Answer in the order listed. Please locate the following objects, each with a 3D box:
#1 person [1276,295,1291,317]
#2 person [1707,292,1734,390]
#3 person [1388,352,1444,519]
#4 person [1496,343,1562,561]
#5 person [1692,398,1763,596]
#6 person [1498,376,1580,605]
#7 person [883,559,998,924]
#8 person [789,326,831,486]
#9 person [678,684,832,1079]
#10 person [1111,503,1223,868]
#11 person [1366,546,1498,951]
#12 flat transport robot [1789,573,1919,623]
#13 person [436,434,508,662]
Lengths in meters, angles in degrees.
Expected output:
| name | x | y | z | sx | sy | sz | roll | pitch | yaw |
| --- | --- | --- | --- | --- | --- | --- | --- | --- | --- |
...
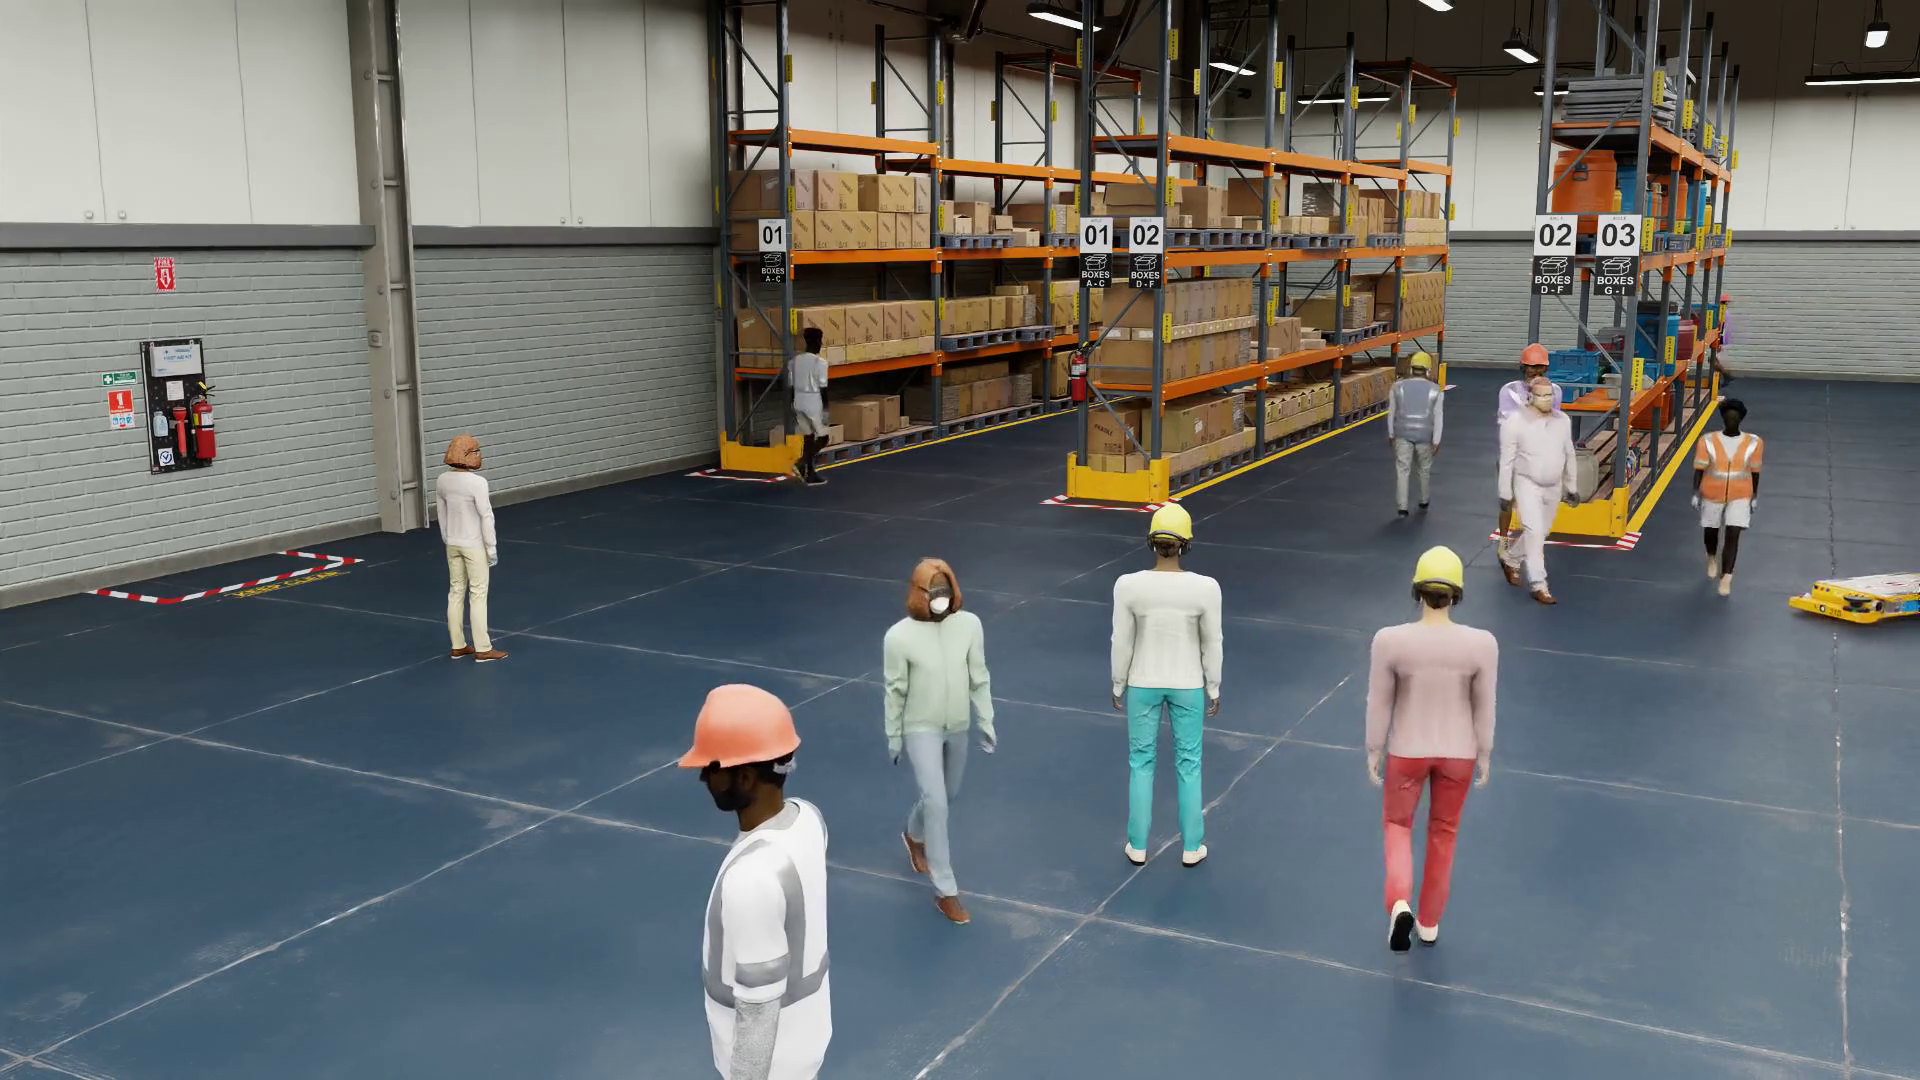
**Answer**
| name | x | y | z | sx | sy | sz | roll | pitch | yaw |
| --- | --- | --- | --- | --- | --- | --- | --- | --- | --- |
| person | 7.670 | -4.981 | 39.360 | 0.500 | 1.633 | 0.280 | -5 | 12 | -25 |
| person | 14.938 | -3.901 | 32.688 | 0.465 | 1.918 | 0.561 | 4 | 11 | 23 |
| person | 4.935 | -1.146 | 18.043 | 0.588 | 1.783 | 0.934 | 4 | 11 | 19 |
| person | 5.298 | -0.805 | 15.474 | 0.615 | 2.040 | 0.391 | -1 | 10 | -7 |
| person | 6.568 | -0.397 | 14.272 | 0.538 | 1.672 | 0.741 | 5 | 11 | 24 |
| person | 4.843 | -0.455 | 14.042 | 0.645 | 1.874 | 0.912 | -3 | 11 | -18 |
| person | -0.130 | 0.854 | 7.607 | 0.498 | 1.604 | 0.789 | -6 | 12 | -31 |
| person | -1.832 | -1.599 | 20.055 | 0.625 | 1.949 | 0.553 | 9 | 14 | 40 |
| person | -0.516 | 1.306 | 4.259 | 0.361 | 1.935 | 0.544 | 1 | 10 | 6 |
| person | 0.993 | 0.701 | 8.017 | 0.533 | 1.767 | 0.322 | 2 | 10 | 8 |
| person | 1.970 | 0.902 | 6.967 | 0.530 | 1.752 | 0.554 | 2 | 11 | 12 |
| flat transport robot | 7.507 | 0.454 | 13.442 | 1.431 | 0.197 | 0.652 | -4 | 11 | -21 |
| person | -3.507 | 0.058 | 11.884 | 0.499 | 1.633 | 0.285 | 6 | 12 | 28 |
